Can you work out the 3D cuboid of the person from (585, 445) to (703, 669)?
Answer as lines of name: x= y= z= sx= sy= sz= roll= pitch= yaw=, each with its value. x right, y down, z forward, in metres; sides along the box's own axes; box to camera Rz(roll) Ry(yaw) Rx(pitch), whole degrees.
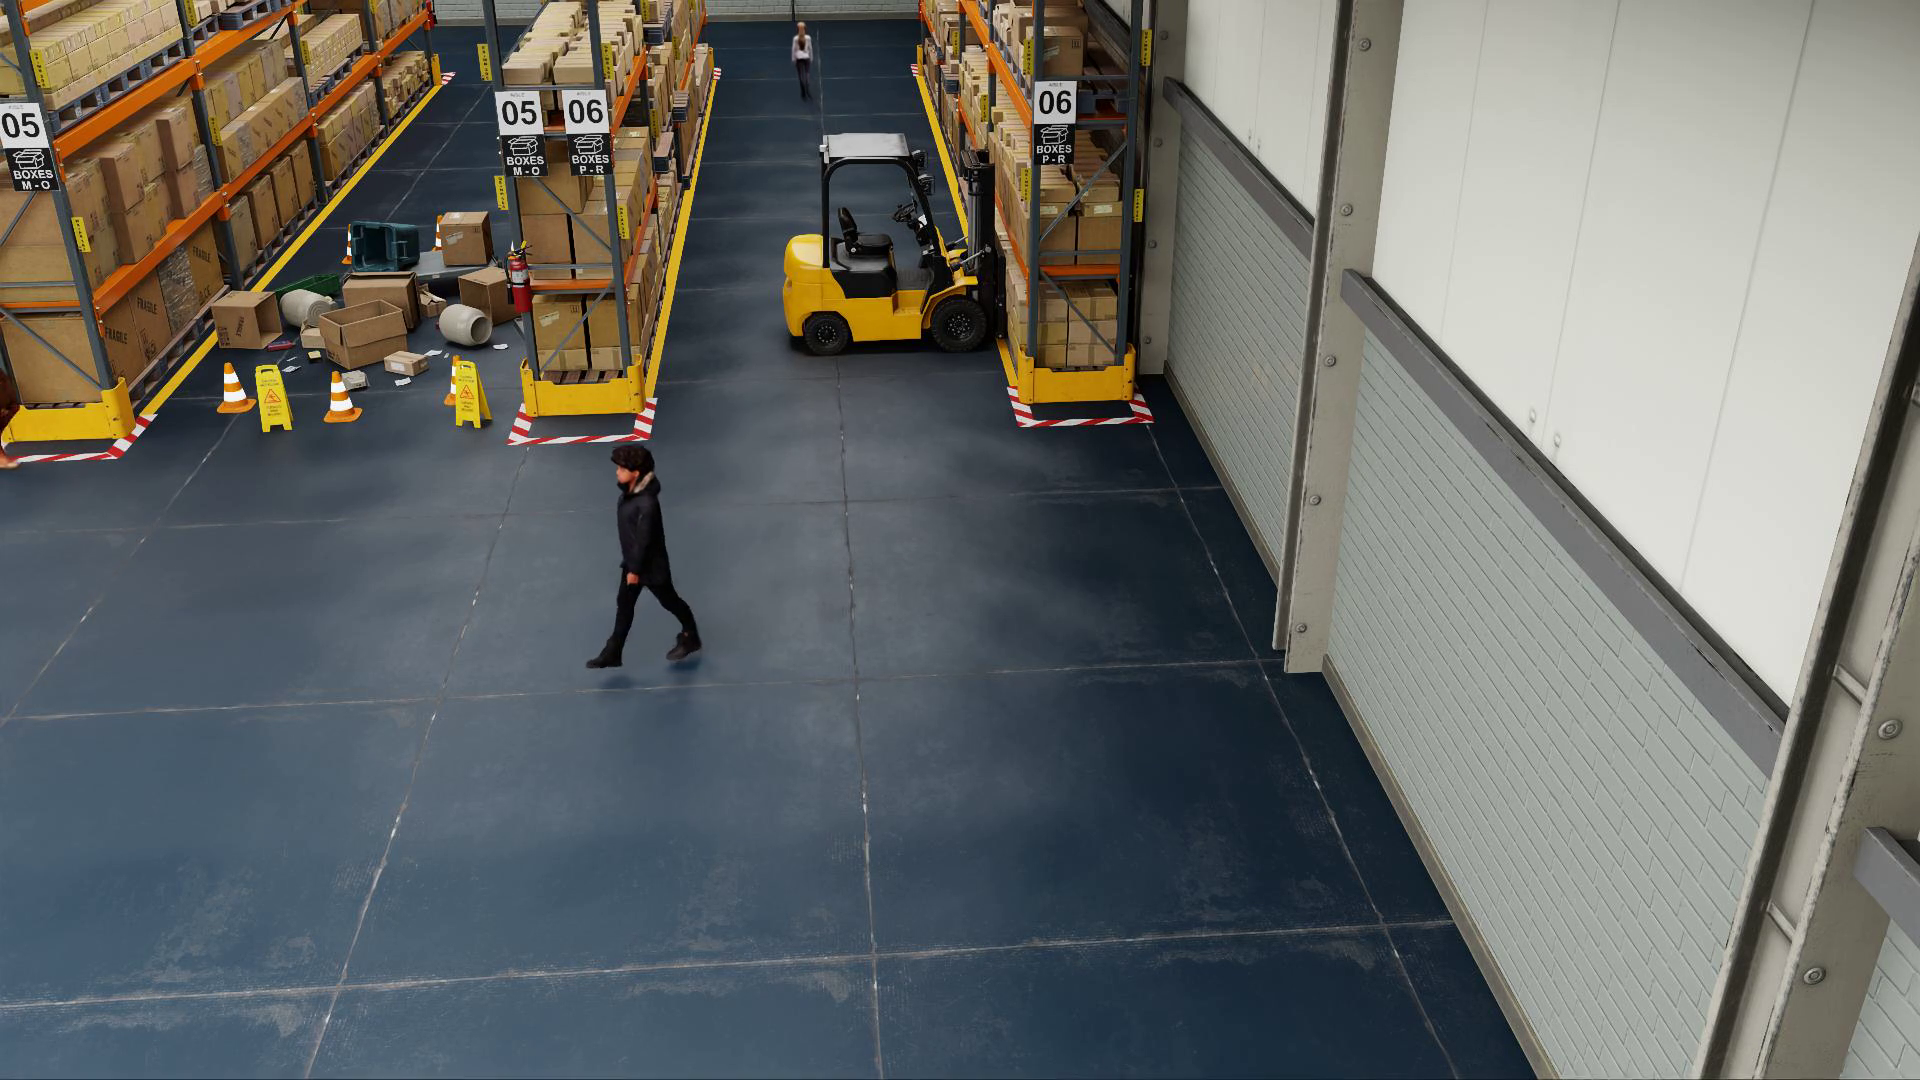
person: x=-2.195 y=0.134 z=12.038 sx=1.041 sy=1.731 sz=1.127 roll=-18 pitch=32 yaw=-31

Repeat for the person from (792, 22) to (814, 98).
person: x=-2.752 y=-8.394 z=29.124 sx=0.572 sy=1.251 sz=0.876 roll=-6 pitch=28 yaw=-11
